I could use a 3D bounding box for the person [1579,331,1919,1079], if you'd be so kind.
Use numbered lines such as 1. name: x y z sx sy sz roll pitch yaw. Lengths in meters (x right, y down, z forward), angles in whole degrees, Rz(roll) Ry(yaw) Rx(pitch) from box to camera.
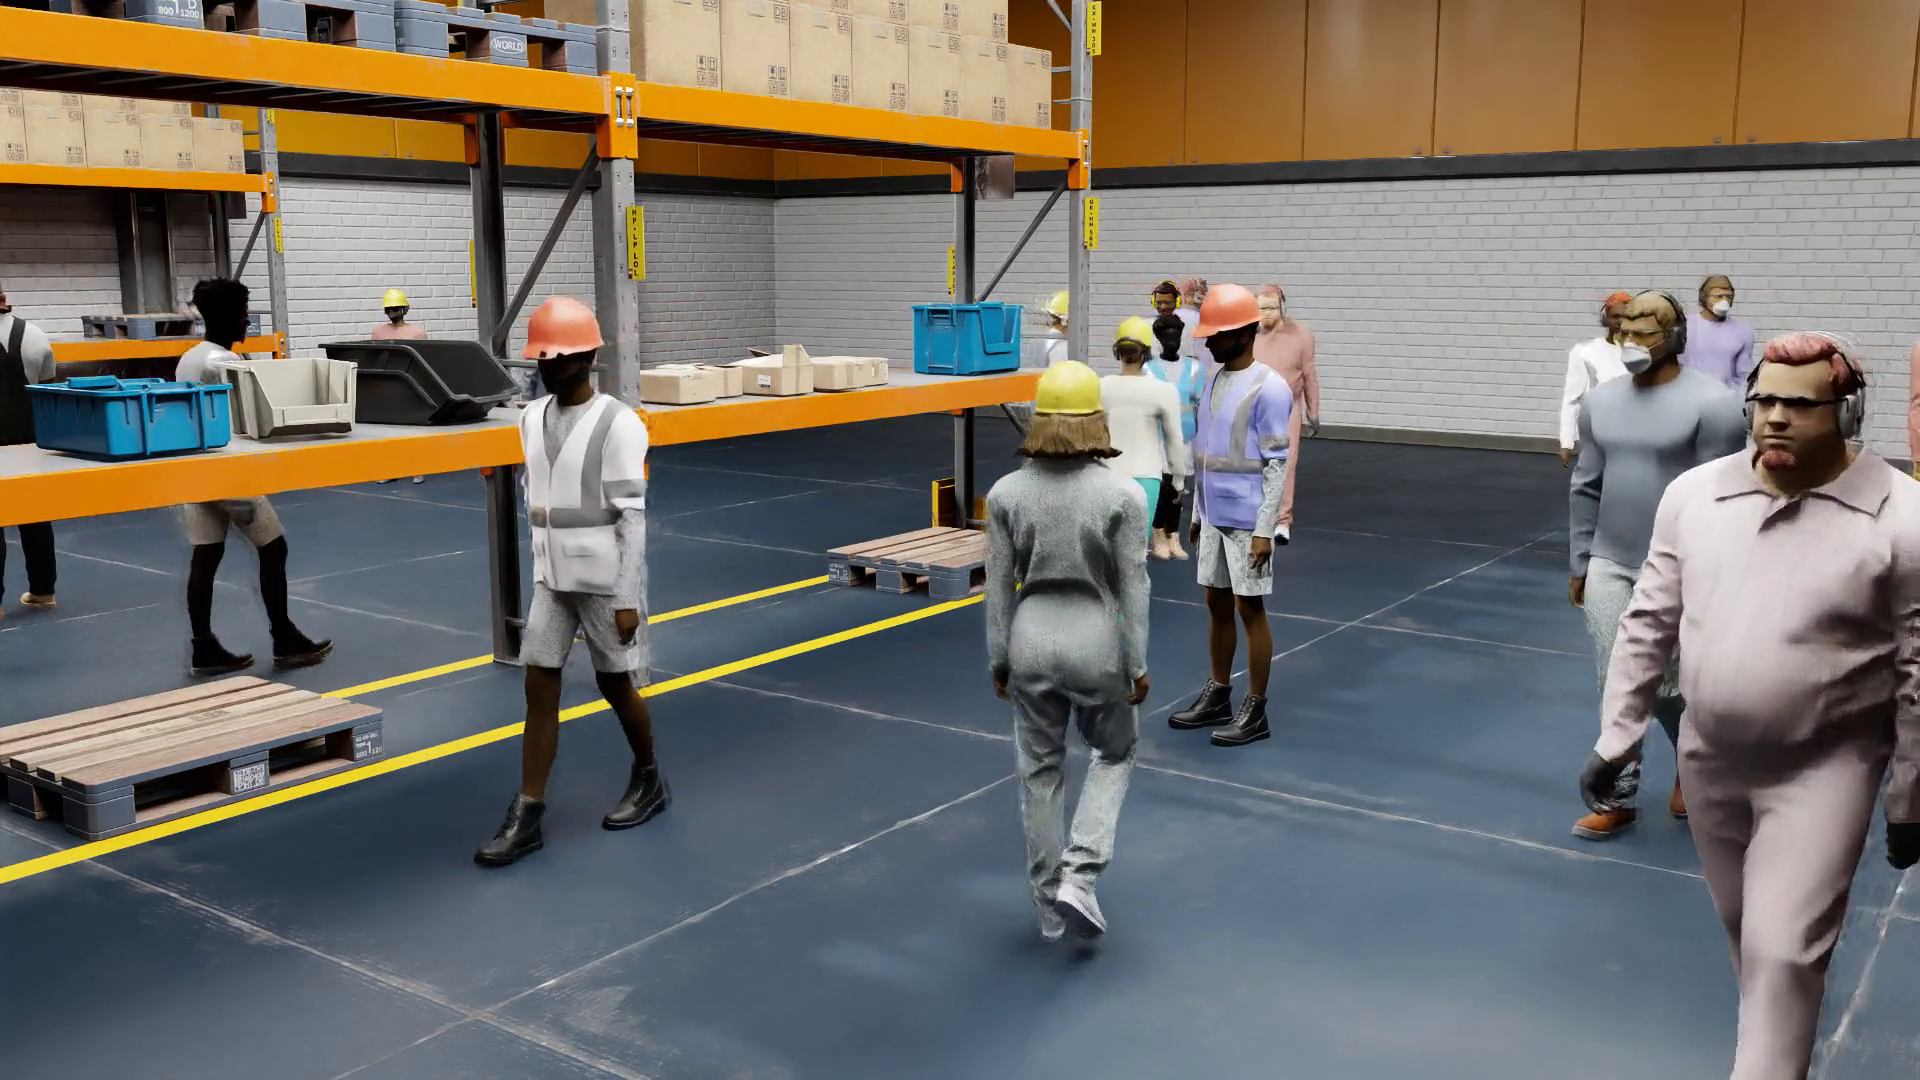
1. person: 1.683 0.502 3.576 0.905 1.870 0.659 -6 12 -34

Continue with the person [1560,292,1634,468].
1. person: 4.114 -0.653 10.553 0.597 1.838 0.991 2 10 12

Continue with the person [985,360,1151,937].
1. person: 0.317 0.338 4.913 0.503 1.731 0.379 3 10 18

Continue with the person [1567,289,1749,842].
1. person: 2.408 0.098 5.789 0.509 1.927 0.649 -6 11 -30

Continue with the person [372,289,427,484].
1. person: -5.084 -1.384 15.098 0.523 1.769 0.313 0 10 2

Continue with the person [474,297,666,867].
1. person: -1.316 0.126 5.708 0.564 1.903 0.819 5 11 29

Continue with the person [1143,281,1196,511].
1. person: 1.650 -1.155 13.449 0.518 1.865 0.328 2 10 11

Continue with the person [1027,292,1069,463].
1. person: 0.834 -0.933 12.331 0.922 1.783 0.620 -1 10 -8

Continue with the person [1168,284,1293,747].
1. person: 1.130 -0.101 6.980 0.374 1.928 0.543 -5 11 -26

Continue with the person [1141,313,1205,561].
1. person: 1.408 -0.676 11.119 0.632 1.670 0.447 -3 10 -17

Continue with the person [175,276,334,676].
1. person: -3.498 -0.319 8.215 0.634 1.940 0.789 8 13 40

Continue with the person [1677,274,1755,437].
1. person: 5.192 -0.871 11.555 0.652 1.928 0.435 -1 10 -3

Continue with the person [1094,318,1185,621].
1. person: 0.936 -0.341 9.024 0.545 1.709 0.929 3 10 18

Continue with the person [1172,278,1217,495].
1. person: 2.091 -1.314 14.386 0.943 1.866 0.658 -3 10 -15

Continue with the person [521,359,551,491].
1. person: -3.451 -1.113 13.951 0.377 1.614 0.504 5 11 28

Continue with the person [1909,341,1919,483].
1. person: 5.286 -0.447 8.832 0.634 1.992 0.390 -4 10 -22

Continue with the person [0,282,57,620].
1. person: -5.512 -0.569 9.425 0.536 2.000 0.676 5 11 26

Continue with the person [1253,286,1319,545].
1. person: 2.237 -0.901 12.035 0.688 1.839 1.008 3 10 15

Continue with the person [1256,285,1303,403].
1. person: 2.392 -1.063 12.990 0.628 1.849 0.429 6 11 32
